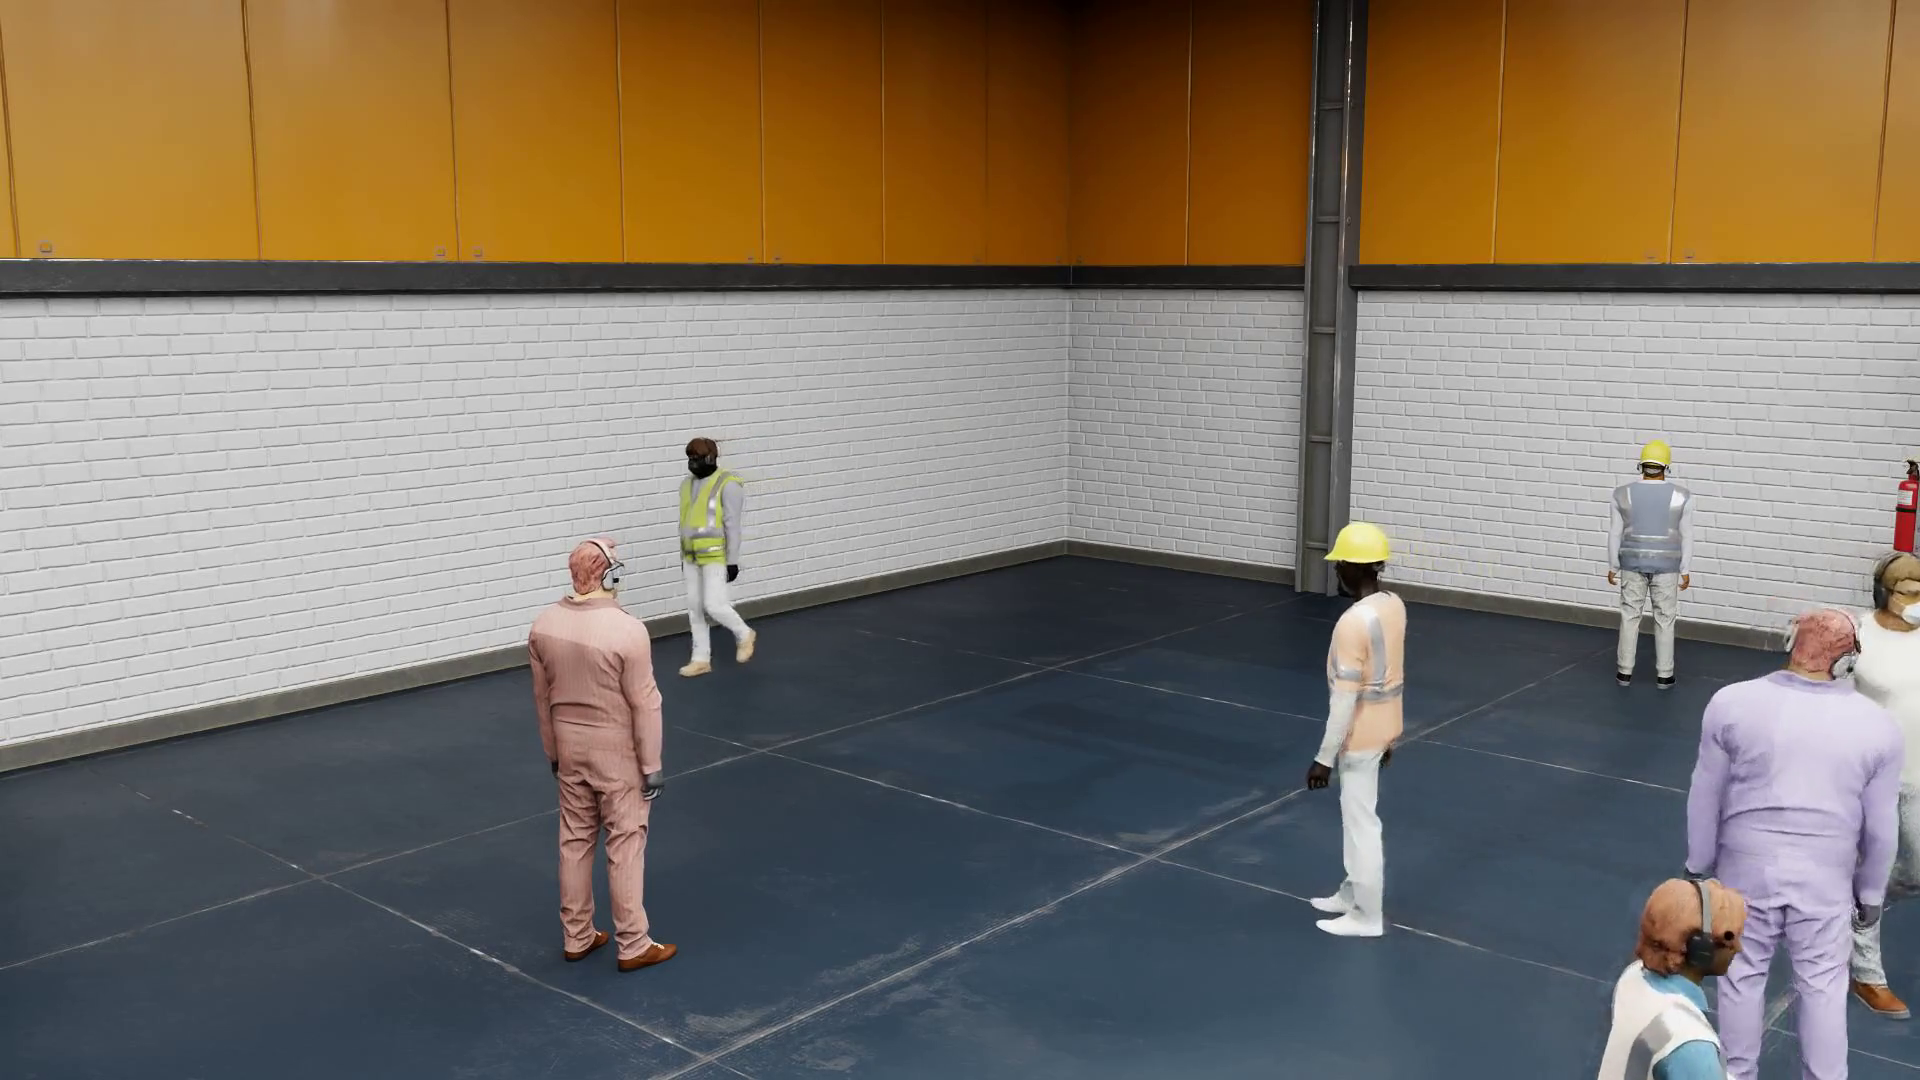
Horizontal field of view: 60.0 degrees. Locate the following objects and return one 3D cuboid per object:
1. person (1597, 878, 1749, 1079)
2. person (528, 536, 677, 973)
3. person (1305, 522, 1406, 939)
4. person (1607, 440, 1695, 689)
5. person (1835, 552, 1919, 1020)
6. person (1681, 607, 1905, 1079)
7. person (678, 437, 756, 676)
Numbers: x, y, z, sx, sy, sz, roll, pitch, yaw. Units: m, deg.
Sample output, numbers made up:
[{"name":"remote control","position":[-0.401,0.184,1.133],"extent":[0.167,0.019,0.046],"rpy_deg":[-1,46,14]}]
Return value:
[{"name":"person","position":[1.760,1.606,3.985],"extent":[0.722,1.613,0.536],"rpy_deg":[2,9,13]},{"name":"person","position":[-1.550,0.931,7.279],"extent":[0.641,1.912,0.410],"rpy_deg":[4,10,26]},{"name":"person","position":[1.808,0.870,7.630],"extent":[0.413,1.926,0.594],"rpy_deg":[5,10,29]},{"name":"person","position":[5.075,0.179,12.240],"extent":[0.588,1.835,0.403],"rpy_deg":[4,10,25]},{"name":"person","position":[3.820,0.983,6.908],"extent":[0.654,1.925,0.548],"rpy_deg":[-1,9,-3]},{"name":"person","position":[2.934,1.173,5.891],"extent":[0.677,1.881,0.445],"rpy_deg":[3,9,17]},{"name":"person","position":[-1.880,0.121,12.631],"extent":[0.641,1.822,0.536],"rpy_deg":[7,12,39]}]
